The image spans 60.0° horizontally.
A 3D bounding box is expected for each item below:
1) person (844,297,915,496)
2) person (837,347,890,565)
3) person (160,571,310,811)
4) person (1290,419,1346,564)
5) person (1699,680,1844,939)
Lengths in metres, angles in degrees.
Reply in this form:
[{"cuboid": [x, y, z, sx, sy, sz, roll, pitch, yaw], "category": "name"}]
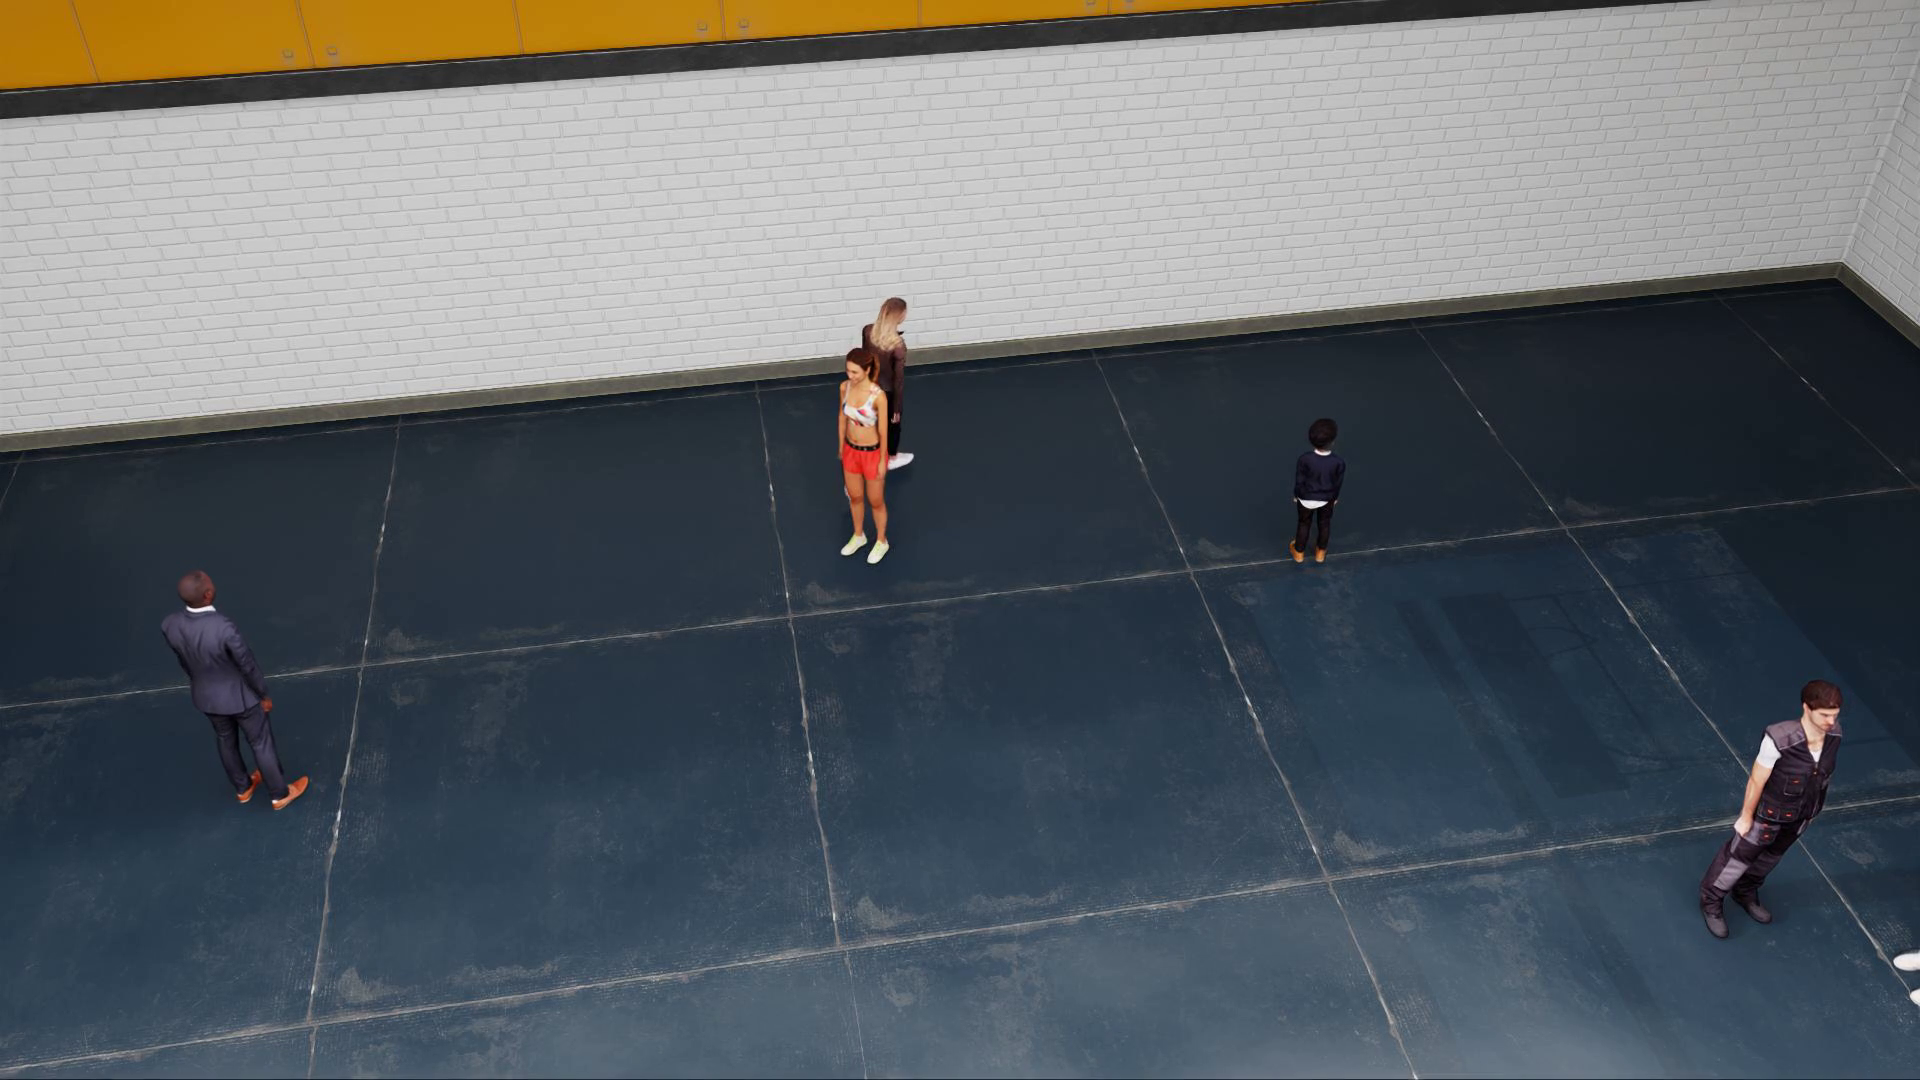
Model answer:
[{"cuboid": [-0.654, -1.063, 12.739, 1.124, 1.659, 1.146, 24, 44, 27], "category": "person"}, {"cuboid": [-0.670, -0.626, 12.088, 0.691, 1.788, 0.746, 22, 43, 25], "category": "person"}, {"cuboid": [-4.442, 0.931, 10.113, 0.770, 1.820, 0.755, 9, 39, 11], "category": "person"}, {"cuboid": [2.622, -0.351, 12.196, 0.552, 1.223, 0.557, 3, 39, 4], "category": "person"}, {"cuboid": [4.605, 1.492, 9.388, 0.676, 1.849, 0.607, -11, 40, -14], "category": "person"}]
